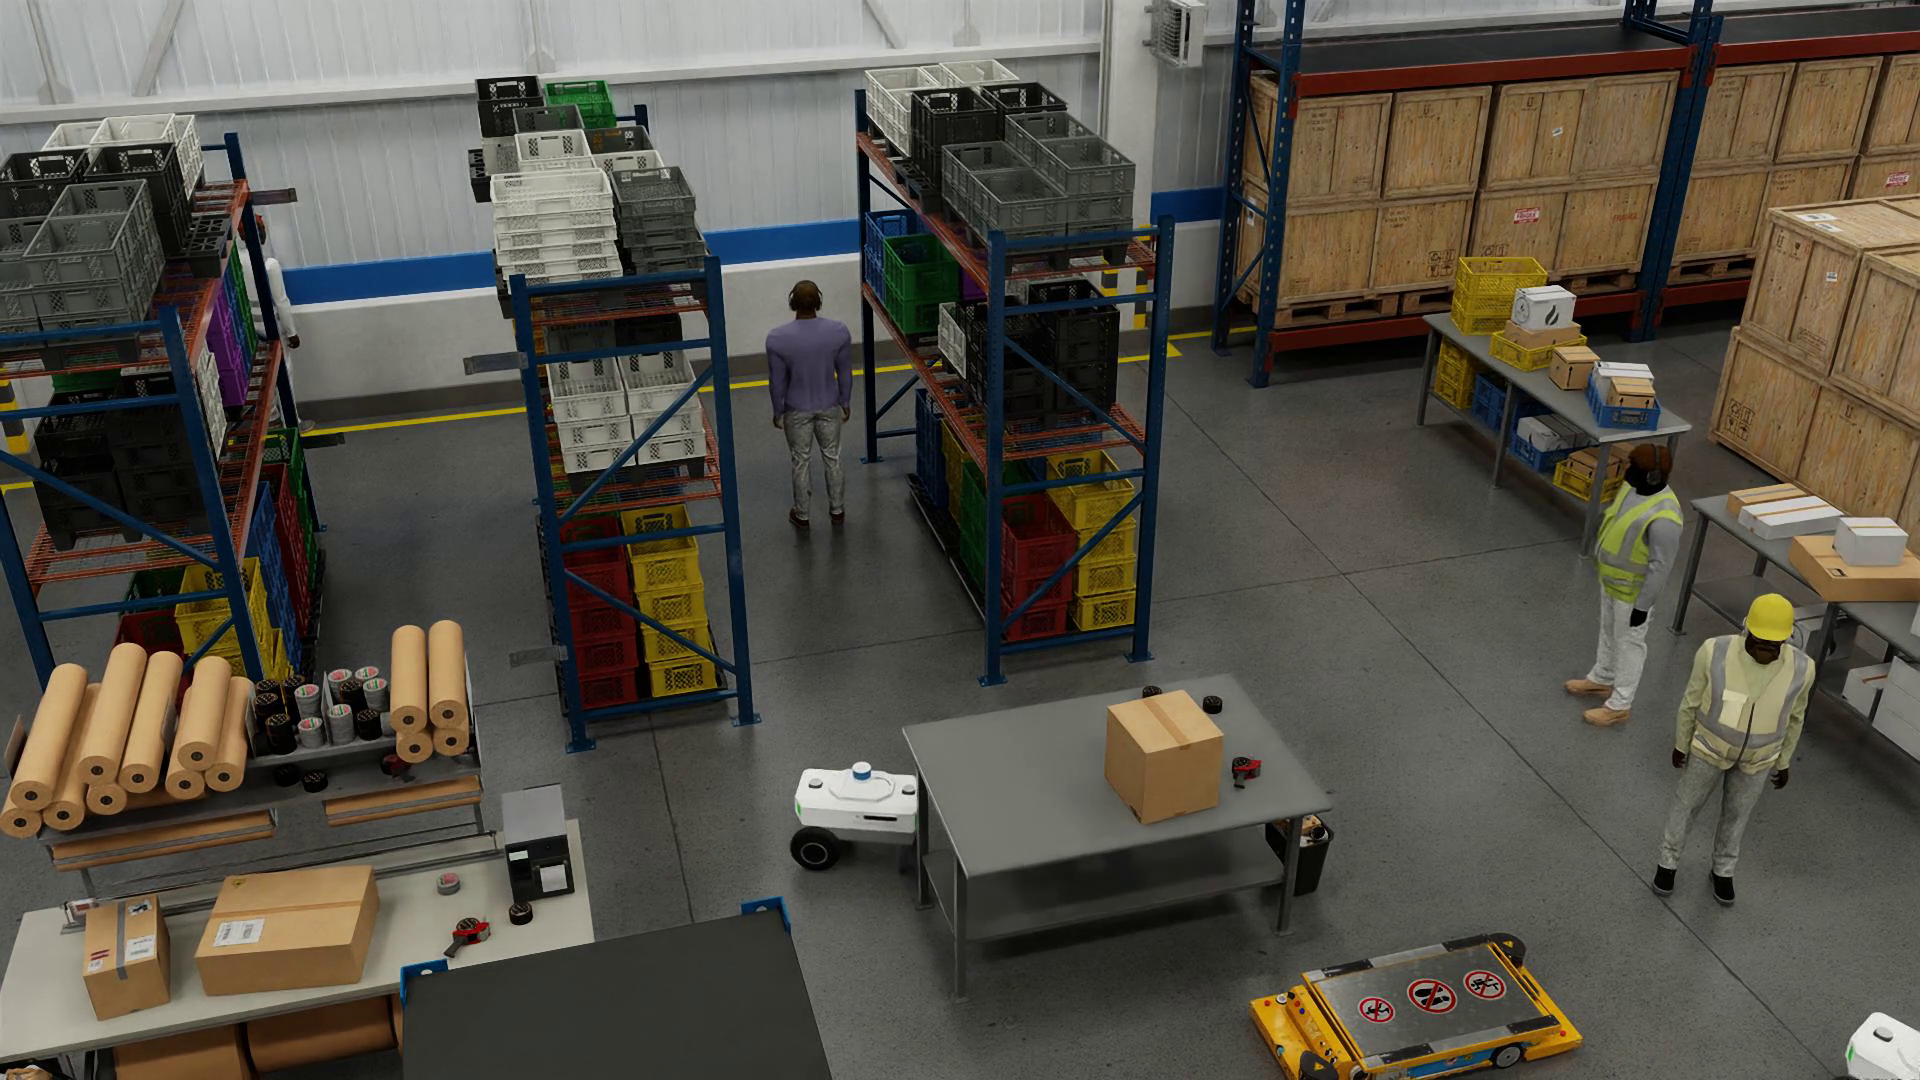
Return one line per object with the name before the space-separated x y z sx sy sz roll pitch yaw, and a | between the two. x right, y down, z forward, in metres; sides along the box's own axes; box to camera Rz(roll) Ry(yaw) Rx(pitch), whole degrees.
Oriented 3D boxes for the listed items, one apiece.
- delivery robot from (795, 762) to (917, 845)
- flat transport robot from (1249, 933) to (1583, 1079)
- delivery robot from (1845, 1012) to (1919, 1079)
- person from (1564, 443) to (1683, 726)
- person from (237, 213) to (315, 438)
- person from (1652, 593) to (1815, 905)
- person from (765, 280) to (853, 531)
delivery robot | -0.532 1.440 9.126 0.707 0.478 0.477 3 29 5
flat transport robot | 2.184 2.282 7.980 1.431 0.197 0.652 -8 30 -14
delivery robot | 4.328 2.407 7.357 0.477 0.478 0.707 -23 37 -35
person | 4.025 0.261 10.041 0.430 1.842 0.625 1 29 1
person | -5.692 -1.763 13.696 0.575 1.875 0.340 16 33 27
person | 3.986 1.075 8.565 0.589 1.834 0.403 8 30 14
person | -1.092 -0.983 12.203 0.631 1.940 0.372 -8 30 -15
